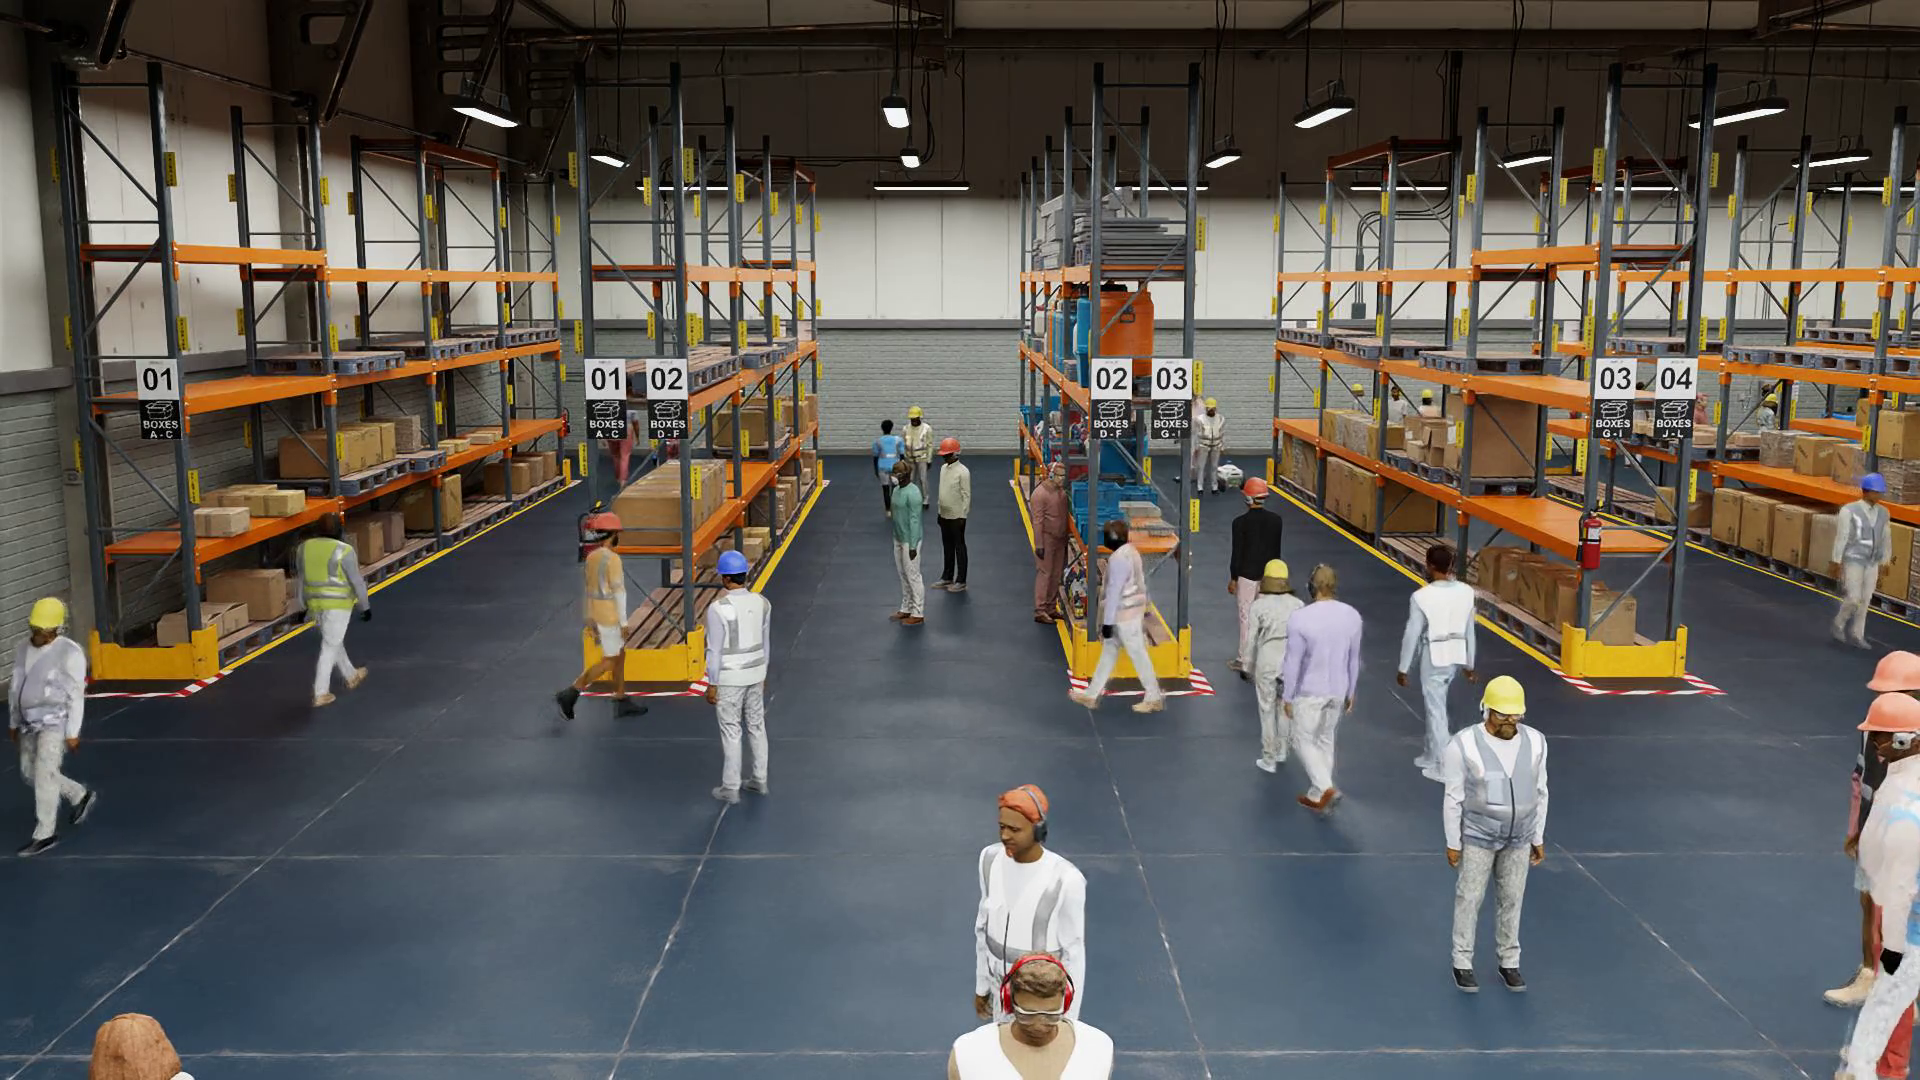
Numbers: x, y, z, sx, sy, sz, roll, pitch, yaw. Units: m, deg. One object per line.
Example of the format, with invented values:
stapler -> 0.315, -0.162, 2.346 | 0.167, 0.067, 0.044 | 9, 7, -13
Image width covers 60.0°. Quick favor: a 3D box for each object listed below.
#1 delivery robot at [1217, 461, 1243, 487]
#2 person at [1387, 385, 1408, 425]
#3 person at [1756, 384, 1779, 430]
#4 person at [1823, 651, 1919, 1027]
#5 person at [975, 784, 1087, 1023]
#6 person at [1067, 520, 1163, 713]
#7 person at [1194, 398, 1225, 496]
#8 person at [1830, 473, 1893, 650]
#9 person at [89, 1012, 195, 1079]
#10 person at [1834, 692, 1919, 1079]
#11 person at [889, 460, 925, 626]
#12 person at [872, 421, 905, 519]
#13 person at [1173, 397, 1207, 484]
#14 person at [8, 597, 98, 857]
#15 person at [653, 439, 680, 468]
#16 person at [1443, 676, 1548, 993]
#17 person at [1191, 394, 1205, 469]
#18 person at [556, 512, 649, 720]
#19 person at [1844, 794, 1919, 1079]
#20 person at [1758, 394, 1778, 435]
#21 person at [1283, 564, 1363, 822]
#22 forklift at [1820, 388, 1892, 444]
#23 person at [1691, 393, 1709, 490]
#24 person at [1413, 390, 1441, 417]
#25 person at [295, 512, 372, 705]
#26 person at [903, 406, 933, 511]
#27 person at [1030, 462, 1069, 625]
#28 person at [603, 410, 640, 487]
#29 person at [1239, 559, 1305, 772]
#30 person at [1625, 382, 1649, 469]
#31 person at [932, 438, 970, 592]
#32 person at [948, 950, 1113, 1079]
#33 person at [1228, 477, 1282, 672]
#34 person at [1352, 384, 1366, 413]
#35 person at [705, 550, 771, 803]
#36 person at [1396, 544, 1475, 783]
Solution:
delivery robot -> 5.139, -1.260, 31.708 | 0.477, 0.478, 0.707 | -1, 9, -9
person -> 9.006, -2.273, 34.376 | 0.332, 1.859, 0.511 | -8, 12, -41
person -> 16.969, -2.356, 34.982 | 0.428, 1.837, 0.628 | 3, 9, 18
person -> 4.965, 1.594, 8.889 | 0.383, 2.040, 0.616 | -2, 9, -12
person -> 0.290, 1.952, 7.126 | 0.579, 1.878, 0.351 | 8, 12, 43
person -> 1.469, 0.714, 15.414 | 0.924, 1.784, 0.703 | 2, 9, 10
person -> 4.643, -1.726, 30.914 | 0.586, 1.833, 0.403 | -1, 9, -5
person -> 9.765, 0.233, 17.981 | 0.646, 1.931, 0.439 | -2, 9, -11
person -> -2.656, 2.331, 5.455 | 0.286, 1.633, 0.500 | 1, 9, 5
person -> 4.603, 1.729, 8.221 | 0.413, 1.982, 0.624 | 5, 10, 27
person -> -0.623, 0.028, 19.338 | 0.380, 1.930, 0.625 | -4, 10, -24
person -> -1.197, -1.202, 28.143 | 0.578, 1.627, 0.910 | -1, 9, -9
person -> 4.525, -2.034, 32.849 | 0.966, 1.844, 0.680 | -8, 12, -40
person -> -6.419, 1.275, 11.719 | 0.615, 1.800, 0.660 | 4, 10, 22
person -> -5.139, -1.484, 29.336 | 0.633, 1.839, 0.429 | -7, 11, -38
person -> 2.995, 1.641, 9.306 | 0.586, 1.824, 0.405 | -1, 9, -6
person -> 5.036, -2.414, 35.335 | 0.350, 1.839, 0.504 | 1, 9, 9
person -> -3.269, 0.706, 15.045 | 0.806, 1.907, 0.564 | -6, 10, -32
person -> 4.661, 1.872, 7.868 | 0.672, 1.801, 0.771 | -4, 10, -24
person -> 16.294, -2.087, 33.569 | 0.320, 1.731, 0.489 | 0, 9, 0
person -> 2.681, 1.133, 12.241 | 0.641, 1.921, 0.685 | -3, 9, -21
forklift -> 20.072, -3.110, 36.462 | 1.873, 2.768, 1.129 | 0, 9, 0
person -> 13.826, -1.803, 31.160 | 0.409, 1.913, 0.642 | 5, 10, 31
person -> 9.138, -2.006, 32.620 | 0.587, 1.863, 1.033 | -2, 9, -15
person -> -5.952, 0.626, 15.899 | 0.649, 1.792, 0.951 | 3, 9, 19
person -> -0.754, -1.422, 29.003 | 0.599, 1.824, 0.403 | 4, 10, 25
person -> 1.079, 0.027, 19.454 | 0.401, 1.893, 0.657 | 6, 11, 34
person -> -6.610, -2.066, 32.432 | 0.698, 2.000, 1.026 | 0, 9, 0
person -> 2.551, 1.018, 13.624 | 0.509, 1.717, 0.474 | -2, 9, -12
person -> 14.427, -2.440, 35.451 | 0.525, 1.857, 0.347 | 6, 11, 36
person -> -0.106, -0.331, 21.435 | 0.385, 1.990, 0.608 | -6, 11, -35
person -> 0.232, 2.222, 5.504 | 0.563, 1.837, 0.389 | -2, 9, -13
person -> 3.012, 0.351, 17.026 | 0.611, 1.997, 0.375 | -5, 10, -28
person -> 8.776, -2.583, 36.753 | 0.325, 1.737, 0.490 | 7, 11, 37
person -> -1.707, 1.043, 12.784 | 0.414, 1.940, 0.601 | 7, 11, 38
person -> 3.761, 0.971, 13.342 | 0.629, 1.895, 0.692 | -5, 10, -27
